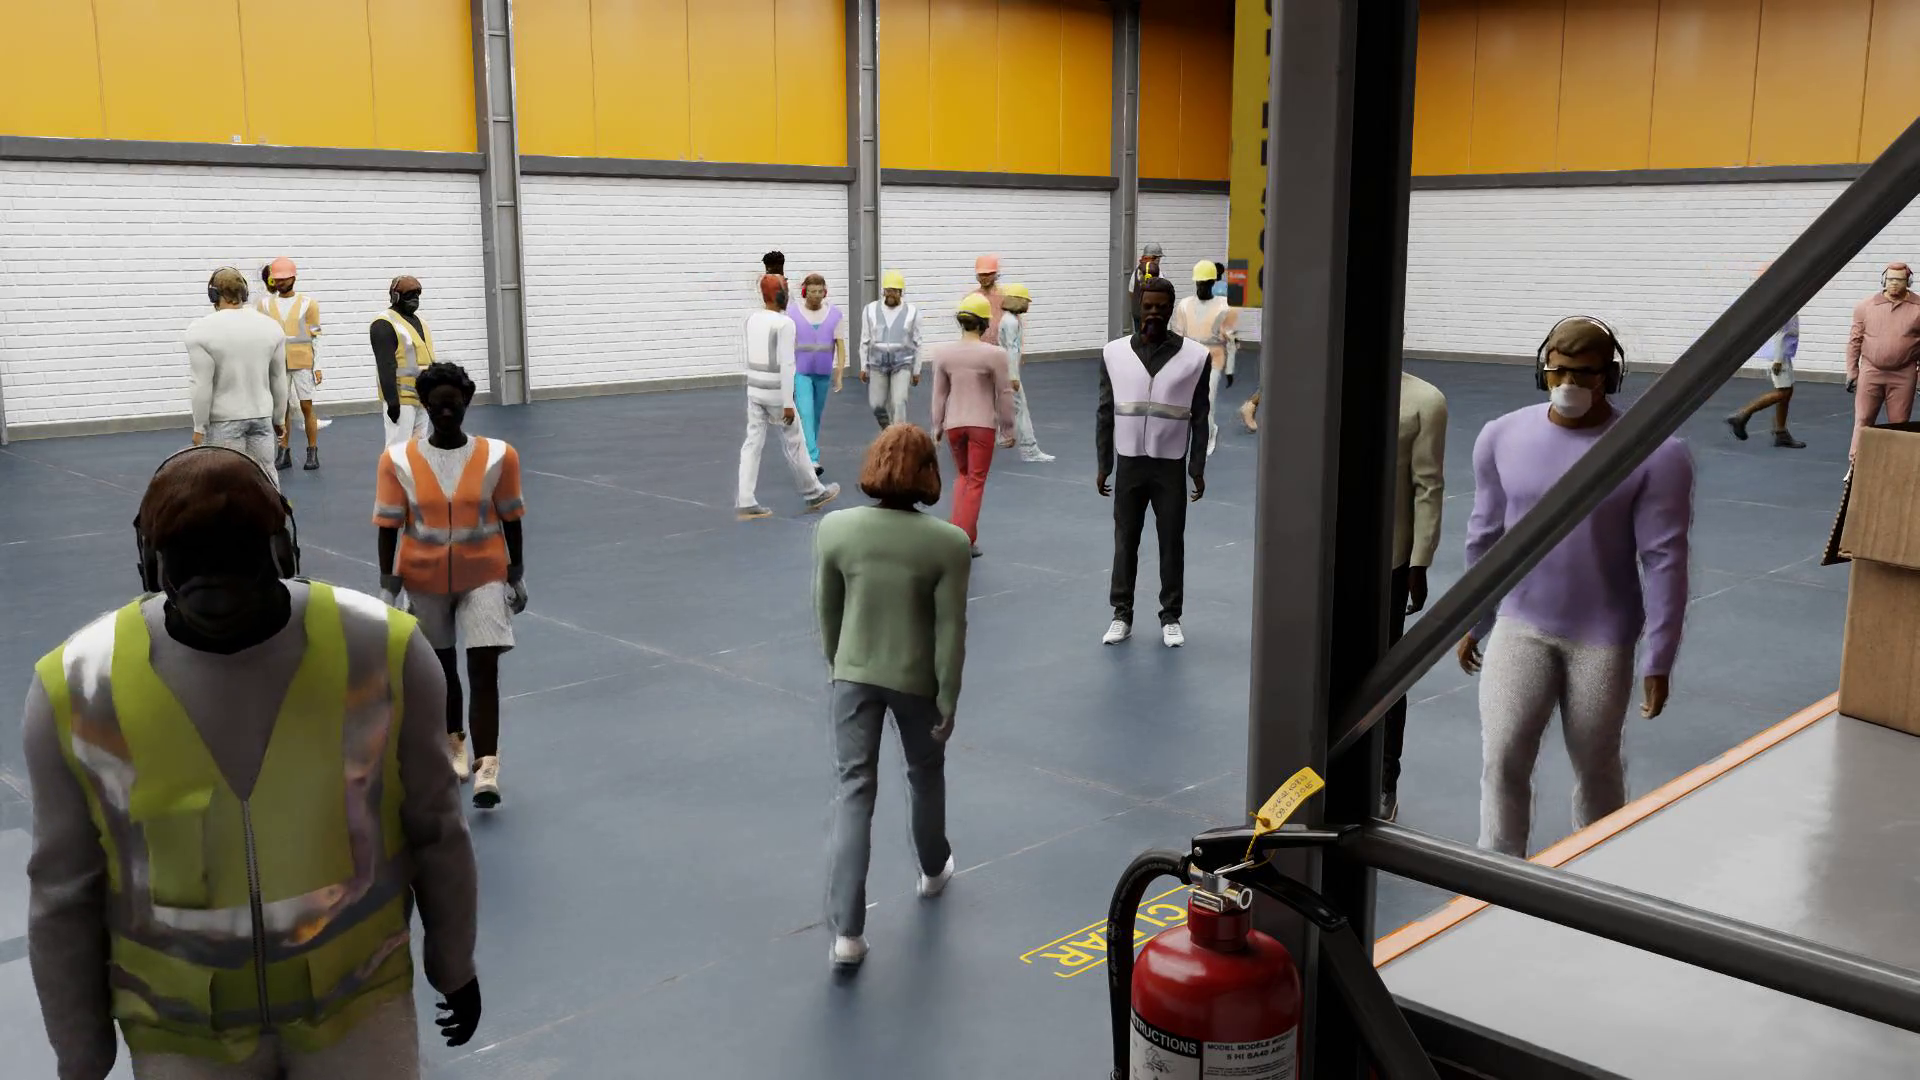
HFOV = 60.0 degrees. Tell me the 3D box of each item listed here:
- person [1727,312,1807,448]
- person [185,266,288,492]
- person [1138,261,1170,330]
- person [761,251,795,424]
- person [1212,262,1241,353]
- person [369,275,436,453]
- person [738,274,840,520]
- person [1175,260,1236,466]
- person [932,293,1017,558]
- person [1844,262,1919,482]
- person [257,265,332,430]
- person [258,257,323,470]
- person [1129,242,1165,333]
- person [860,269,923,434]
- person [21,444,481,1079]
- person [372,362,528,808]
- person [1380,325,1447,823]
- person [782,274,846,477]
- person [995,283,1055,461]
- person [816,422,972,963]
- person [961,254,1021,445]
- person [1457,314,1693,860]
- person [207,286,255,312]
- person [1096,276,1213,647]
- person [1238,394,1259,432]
[{"bbox_3d":[8.188,-1.877,16.712,0.660,1.918,0.549,6,12,28],"label":"person"},{"bbox_3d":[-4.524,-0.738,10.449,0.361,1.937,0.635,8,13,37],"label":"person"},{"bbox_3d":[2.106,-2.080,18.016,0.344,1.851,0.538,7,13,35],"label":"person"},{"bbox_3d":[-2.047,-2.290,18.852,0.379,1.959,0.603,-3,11,-16],"label":"person"},{"bbox_3d":[4.611,-4.039,29.177,0.726,1.670,0.535,-9,14,-40],"label":"person"},{"bbox_3d":[-4.100,-1.042,12.384,0.430,1.840,0.620,2,11,10],"label":"person"},{"bbox_3d":[-1.348,-1.090,12.641,0.606,1.831,0.951,9,14,42],"label":"person"},{"bbox_3d":[2.308,-1.657,15.536,0.602,1.909,0.720,6,12,32],"label":"person"},{"bbox_3d":[0.111,-0.752,11.031,0.539,1.745,0.528,6,12,28],"label":"person"},{"bbox_3d":[7.950,-1.419,14.256,0.651,1.904,0.404,6,12,30],"label":"person"},{"bbox_3d":[-7.459,-2.079,18.111,0.972,1.817,0.538,-6,12,-28],"label":"person"},{"bbox_3d":[-6.088,-1.594,15.121,0.553,1.933,0.367,-1,10,-4],"label":"person"},{"bbox_3d":[2.670,-3.112,23.114,0.536,2.000,0.684,-5,11,-24],"label":"person"},{"bbox_3d":[-0.651,-1.674,15.883,0.607,1.814,0.541,1,10,5],"label":"person"},{"bbox_3d":[-1.114,0.745,2.686,0.674,1.824,0.443,-4,11,-21],"label":"person"},{"bbox_3d":[-1.898,0.175,6.210,0.552,1.654,0.834,-2,11,-13],"label":"person"},{"bbox_3d":[1.433,0.042,6.040,0.612,1.995,0.376,7,13,34],"label":"person"},{"bbox_3d":[-1.291,-1.444,14.726,0.557,1.782,1.026,-4,11,-21],"label":"person"},{"bbox_3d":[0.434,-1.567,15.694,0.892,1.691,0.503,1,10,4],"label":"person"},{"bbox_3d":[-0.211,0.433,5.052,0.500,1.582,0.898,2,11,9],"label":"person"},{"bbox_3d":[0.318,-1.871,16.602,0.613,1.959,0.994,2,11,9],"label":"person"},{"bbox_3d":[1.737,0.309,4.843,0.669,1.896,0.923,7,13,35],"label":"person"},{"bbox_3d":[-6.365,-1.393,14.392,0.748,1.806,0.602,4,11,19],"label":"person"},{"bbox_3d":[1.003,-0.405,8.681,0.592,1.922,0.392,2,11,10],"label":"person"},{"bbox_3d":[3.457,-2.089,17.650,0.911,2.007,0.616,7,12,33],"label":"person"}]
